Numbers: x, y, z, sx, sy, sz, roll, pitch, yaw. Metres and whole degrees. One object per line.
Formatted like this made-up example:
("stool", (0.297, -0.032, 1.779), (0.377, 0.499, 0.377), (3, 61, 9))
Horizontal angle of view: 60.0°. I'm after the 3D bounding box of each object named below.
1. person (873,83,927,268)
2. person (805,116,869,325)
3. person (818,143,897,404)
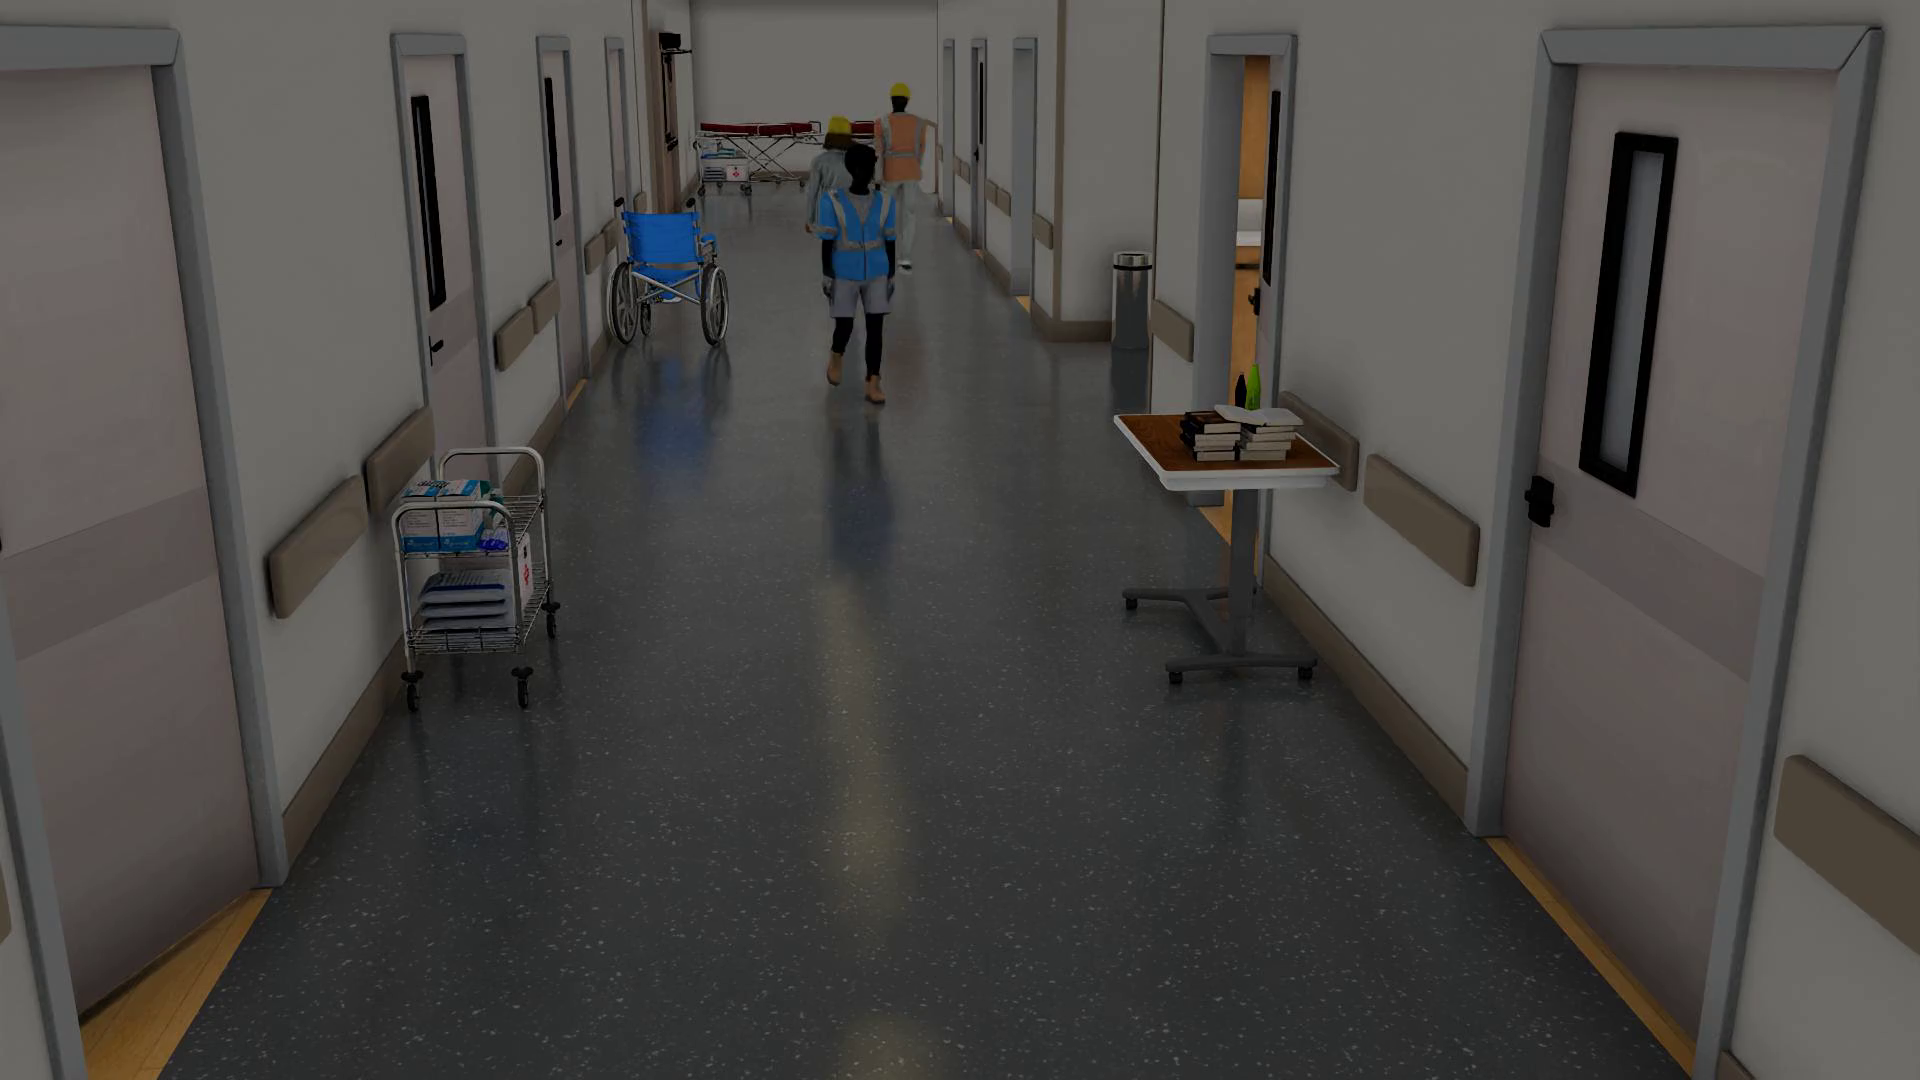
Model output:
("person", (-0.660, -3.865, 17.633), (0.589, 1.877, 0.946), (-4, 17, -14))
("person", (-1.037, -2.683, 13.999), (0.508, 1.704, 0.871), (-6, 18, -18))
("person", (-0.674, -1.749, 10.899), (0.542, 1.680, 0.524), (-6, 18, -19))
